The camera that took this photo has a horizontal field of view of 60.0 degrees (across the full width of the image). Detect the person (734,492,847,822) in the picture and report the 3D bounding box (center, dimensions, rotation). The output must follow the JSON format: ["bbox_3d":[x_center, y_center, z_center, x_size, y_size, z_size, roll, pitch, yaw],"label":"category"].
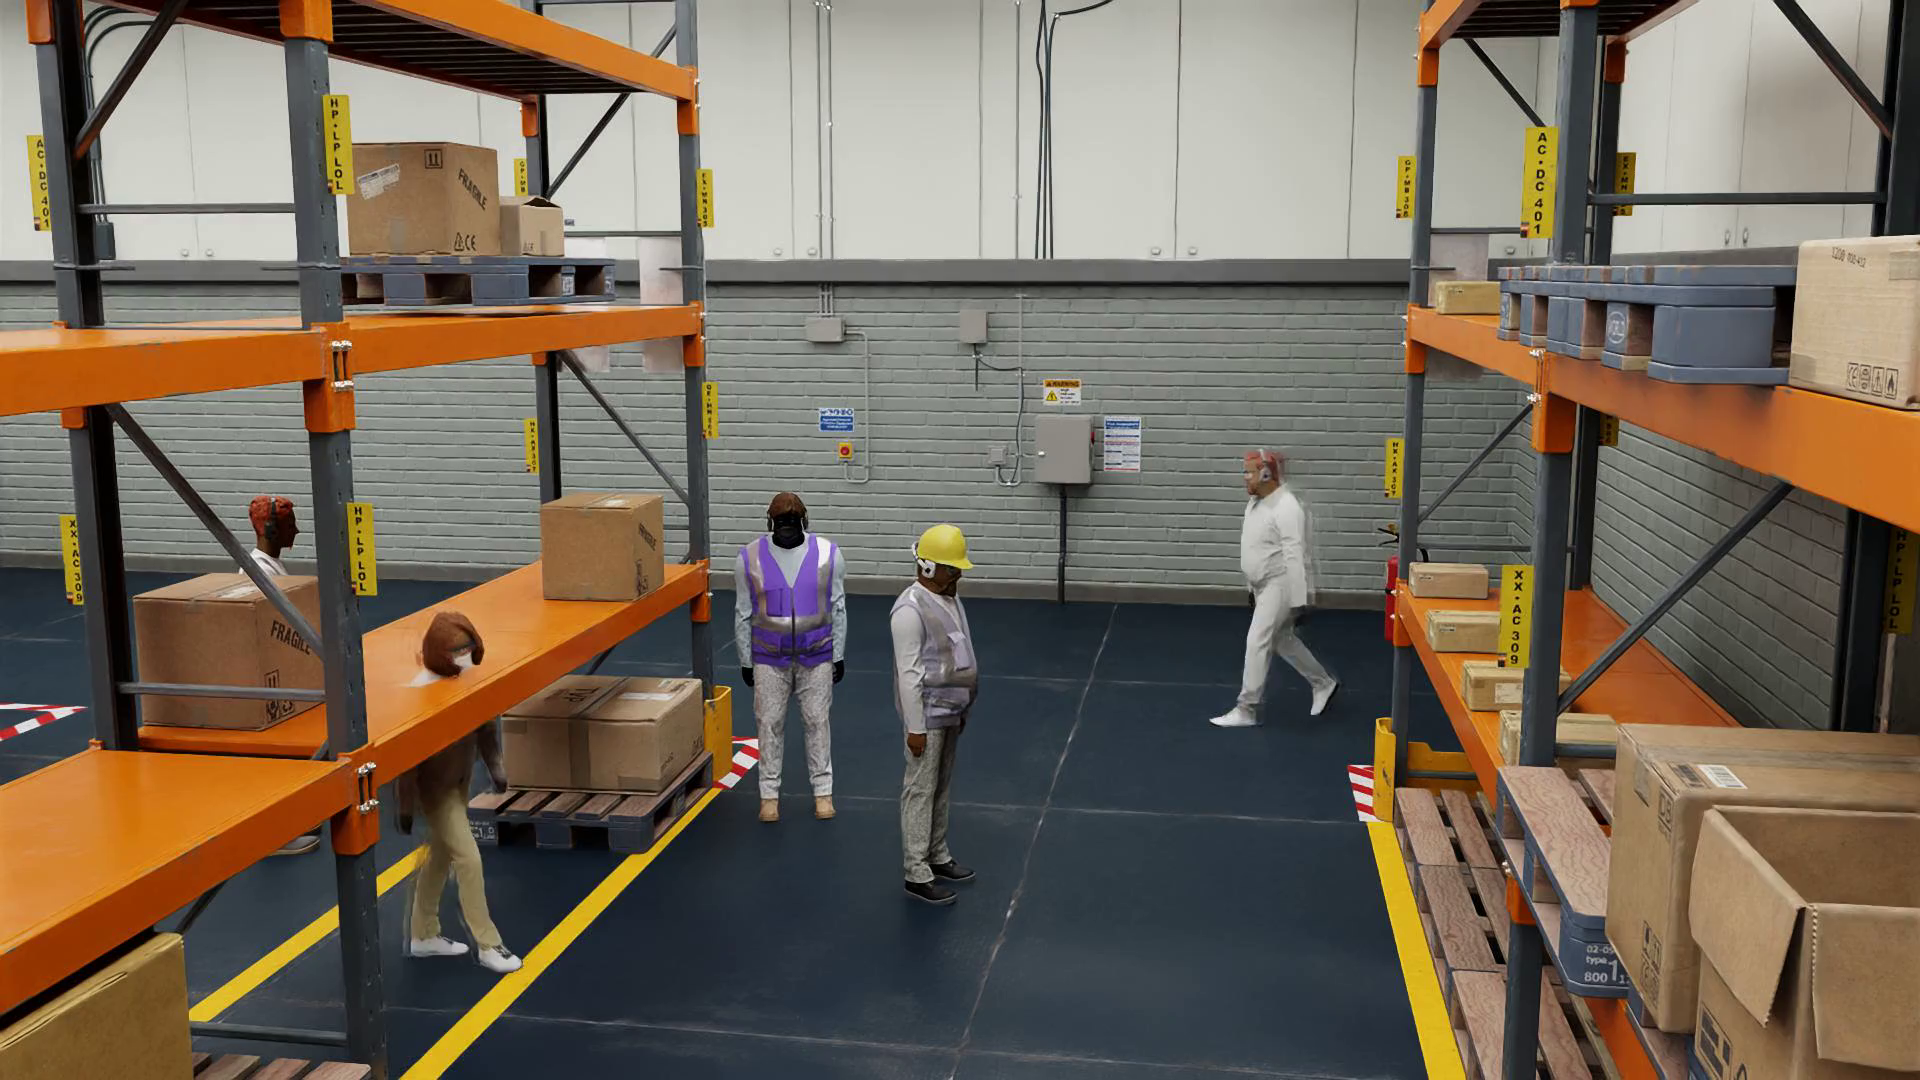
[{"bbox_3d":[-0.930,0.643,9.187,0.617,1.836,0.428,-1,9,-8],"label":"person"}]

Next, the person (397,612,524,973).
[{"bbox_3d":[-2.143,1.079,7.182,0.685,1.588,0.601,2,9,14],"label":"person"}]

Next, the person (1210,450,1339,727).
[{"bbox_3d":[2.163,0.318,11.123,0.934,1.860,0.690,-2,9,-10],"label":"person"}]

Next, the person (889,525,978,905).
[{"bbox_3d":[-0.113,0.828,8.063,0.403,1.823,0.586,3,10,19],"label":"person"}]

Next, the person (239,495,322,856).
[{"bbox_3d":[-3.575,0.700,8.685,0.359,1.880,0.575,-4,10,-22],"label":"person"}]
